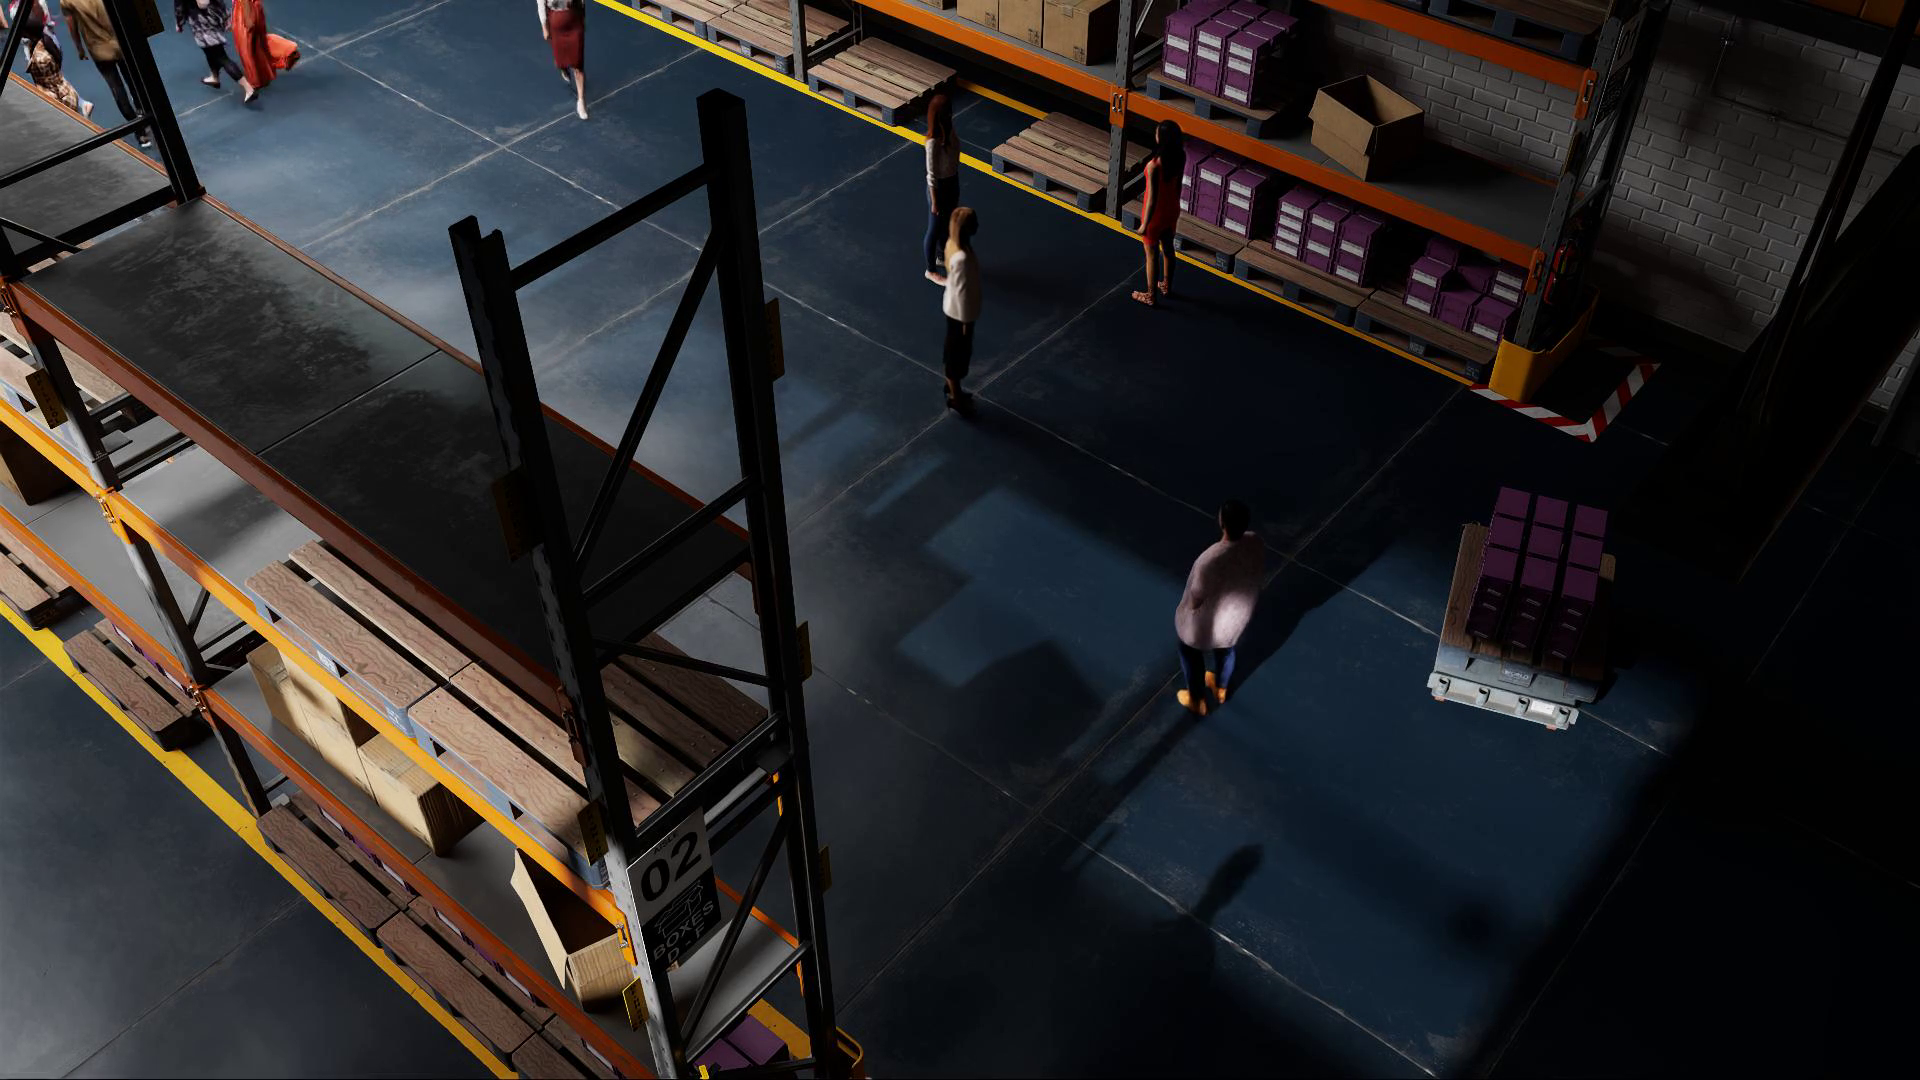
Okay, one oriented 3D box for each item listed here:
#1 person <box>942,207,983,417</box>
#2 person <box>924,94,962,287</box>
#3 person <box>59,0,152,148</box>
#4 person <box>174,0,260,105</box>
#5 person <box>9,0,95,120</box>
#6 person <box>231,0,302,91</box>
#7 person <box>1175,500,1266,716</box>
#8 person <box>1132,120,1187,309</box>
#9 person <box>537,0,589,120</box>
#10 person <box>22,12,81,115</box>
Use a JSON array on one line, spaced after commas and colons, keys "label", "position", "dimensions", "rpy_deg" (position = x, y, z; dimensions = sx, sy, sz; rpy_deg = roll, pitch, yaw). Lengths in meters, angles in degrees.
[{"label": "person", "position": [0.003, -1.753, 12.756], "dimensions": [0.735, 1.861, 0.661], "rpy_deg": [-6, 44, -6]}, {"label": "person", "position": [-0.152, -2.998, 14.158], "dimensions": [0.562, 1.728, 0.623], "rpy_deg": [20, 47, 20]}, {"label": "person", "position": [-8.044, -4.594, 15.767], "dimensions": [0.904, 1.820, 1.183], "rpy_deg": [-23, 48, -22]}, {"label": "person", "position": [-7.380, -5.068, 16.429], "dimensions": [1.178, 1.594, 0.822], "rpy_deg": [17, 46, 17]}, {"label": "person", "position": [-8.798, -4.729, 16.070], "dimensions": [0.902, 1.599, 0.779], "rpy_deg": [11, 45, 11]}, {"label": "person", "position": [-6.993, -5.292, 16.534], "dimensions": [0.903, 1.773, 0.907], "rpy_deg": [-20, 47, -20]}, {"label": "person", "position": [1.655, 0.438, 10.542], "dimensions": [0.789, 1.742, 0.761], "rpy_deg": [-22, 48, -22]}, {"label": "person", "position": [1.677, -2.722, 13.876], "dimensions": [0.616, 1.719, 0.543], "rpy_deg": [-32, 52, -29]}, {"label": "person", "position": [-3.871, -5.011, 16.266], "dimensions": [0.862, 1.737, 0.992], "rpy_deg": [-14, 45, -14]}, {"label": "person", "position": [-8.148, -3.954, 15.115], "dimensions": [0.744, 1.795, 0.664], "rpy_deg": [-9, 44, -9]}]
